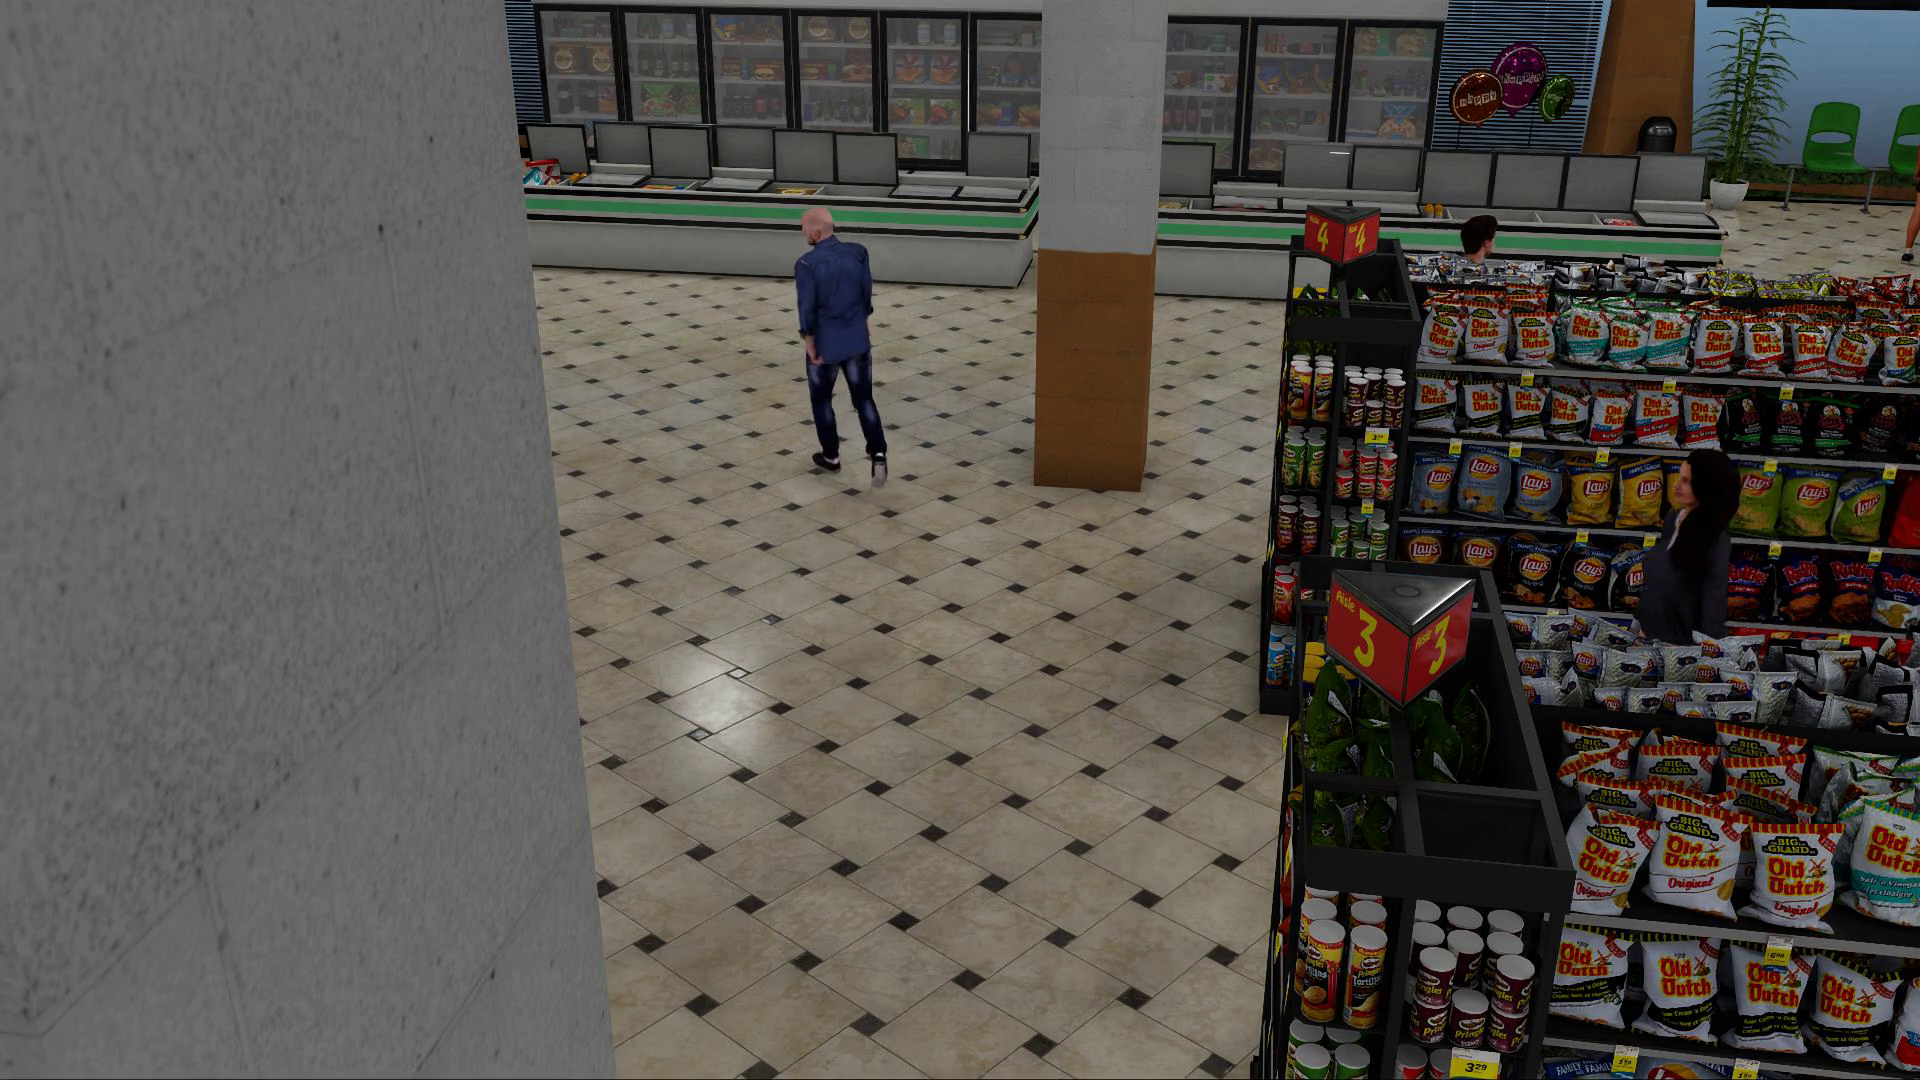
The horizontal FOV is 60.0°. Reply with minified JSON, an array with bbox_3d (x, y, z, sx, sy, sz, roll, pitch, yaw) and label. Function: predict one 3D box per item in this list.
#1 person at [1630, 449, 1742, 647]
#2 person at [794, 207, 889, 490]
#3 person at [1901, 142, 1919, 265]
[{"bbox_3d":[2.980,0.477,6.775,1.179,1.723,0.747,0,24,0],"label":"person"},{"bbox_3d":[-0.724,-1.175,10.473,1.176,1.784,1.179,-10,26,-22],"label":"person"},{"bbox_3d":[9.294,-3.488,15.770,0.746,1.775,0.664,-19,30,-36],"label":"person"}]
